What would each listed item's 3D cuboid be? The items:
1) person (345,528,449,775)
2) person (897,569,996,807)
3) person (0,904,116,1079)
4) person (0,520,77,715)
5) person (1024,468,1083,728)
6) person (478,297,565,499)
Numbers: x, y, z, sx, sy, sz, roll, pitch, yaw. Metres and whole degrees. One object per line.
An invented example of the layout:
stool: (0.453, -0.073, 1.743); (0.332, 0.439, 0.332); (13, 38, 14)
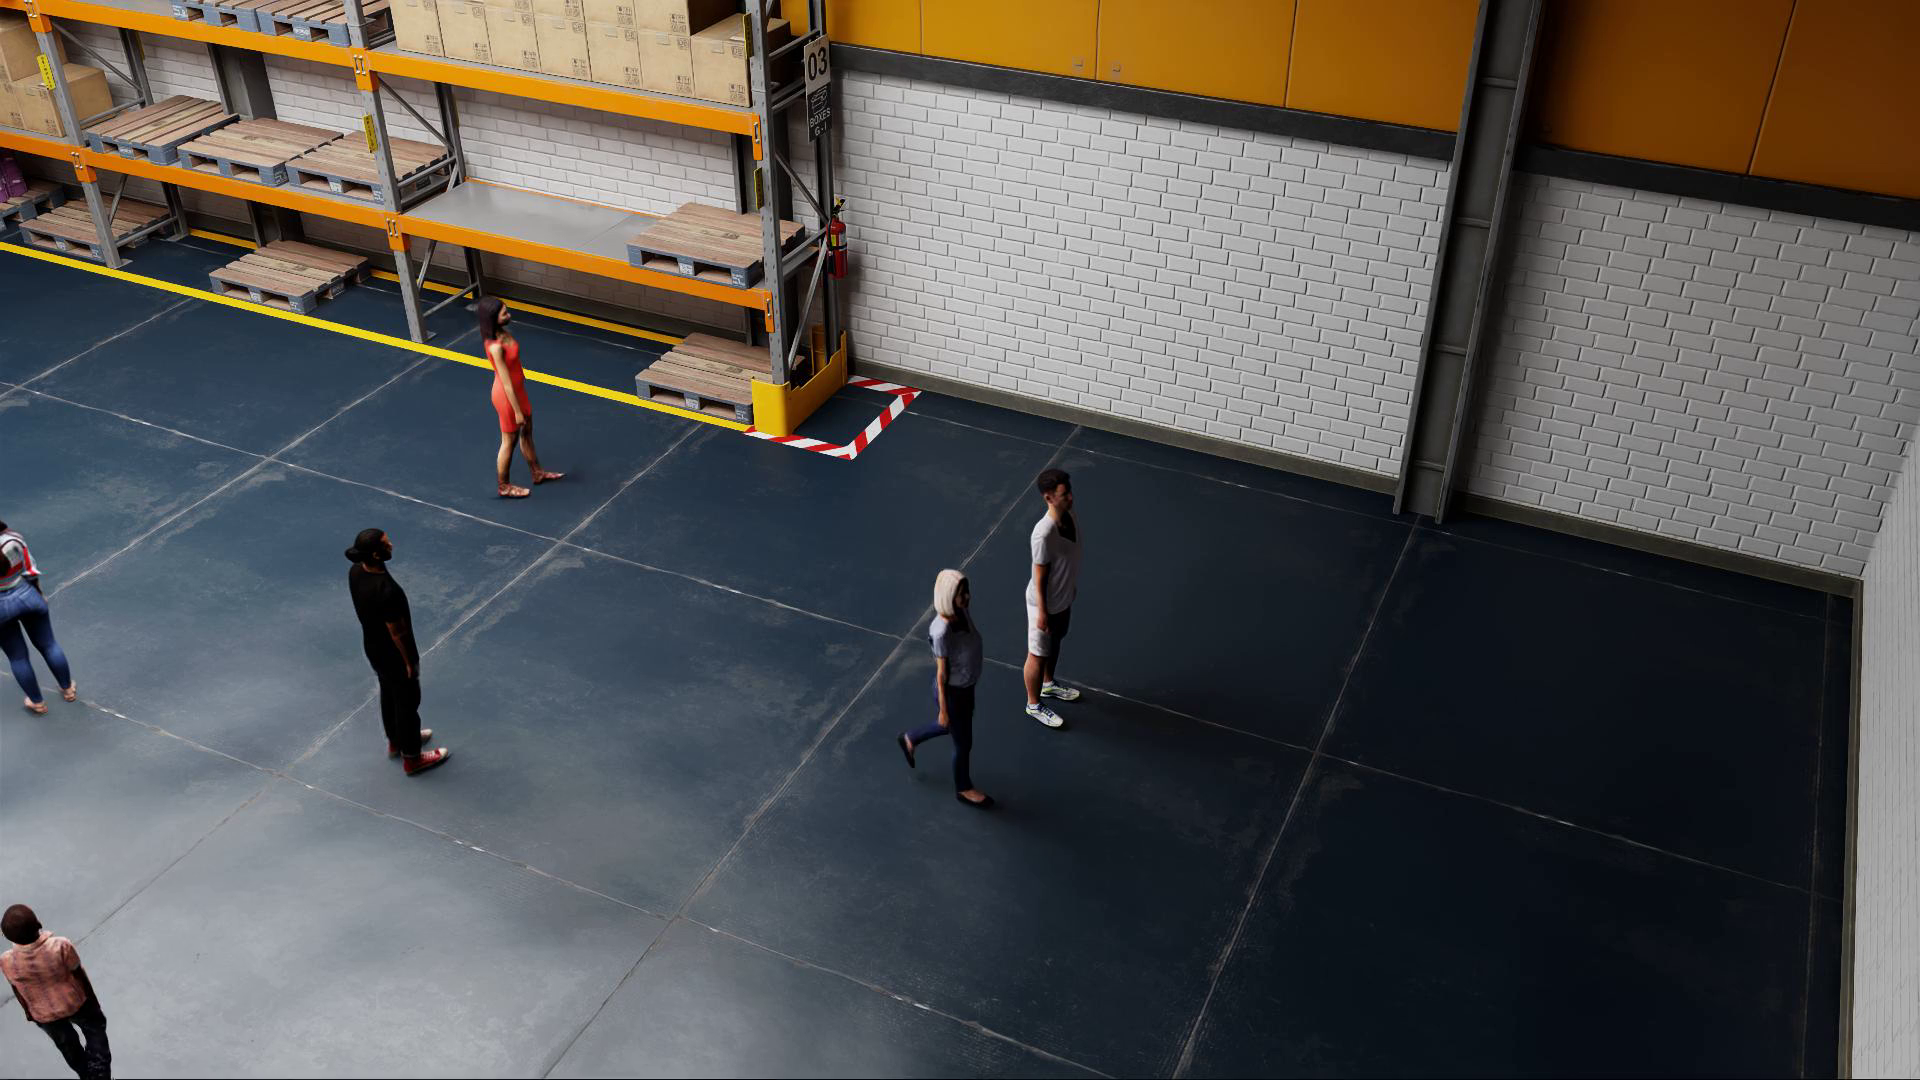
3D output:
person: (-3.564, 0.681, 10.393); (0.748, 1.757, 0.609); (-28, 43, -36)
person: (-0.104, 0.891, 10.121); (0.917, 1.707, 0.598); (13, 36, 18)
person: (-4.502, 2.350, 8.296); (0.670, 1.298, 0.743); (-15, 36, -21)
person: (-6.205, 0.429, 10.901); (0.656, 1.614, 0.642); (-25, 41, -33)
person: (0.590, 0.342, 10.814); (0.563, 1.855, 0.671); (15, 36, 21)
person: (-3.602, -1.115, 13.132); (0.898, 1.715, 0.828); (-9, 35, -13)
